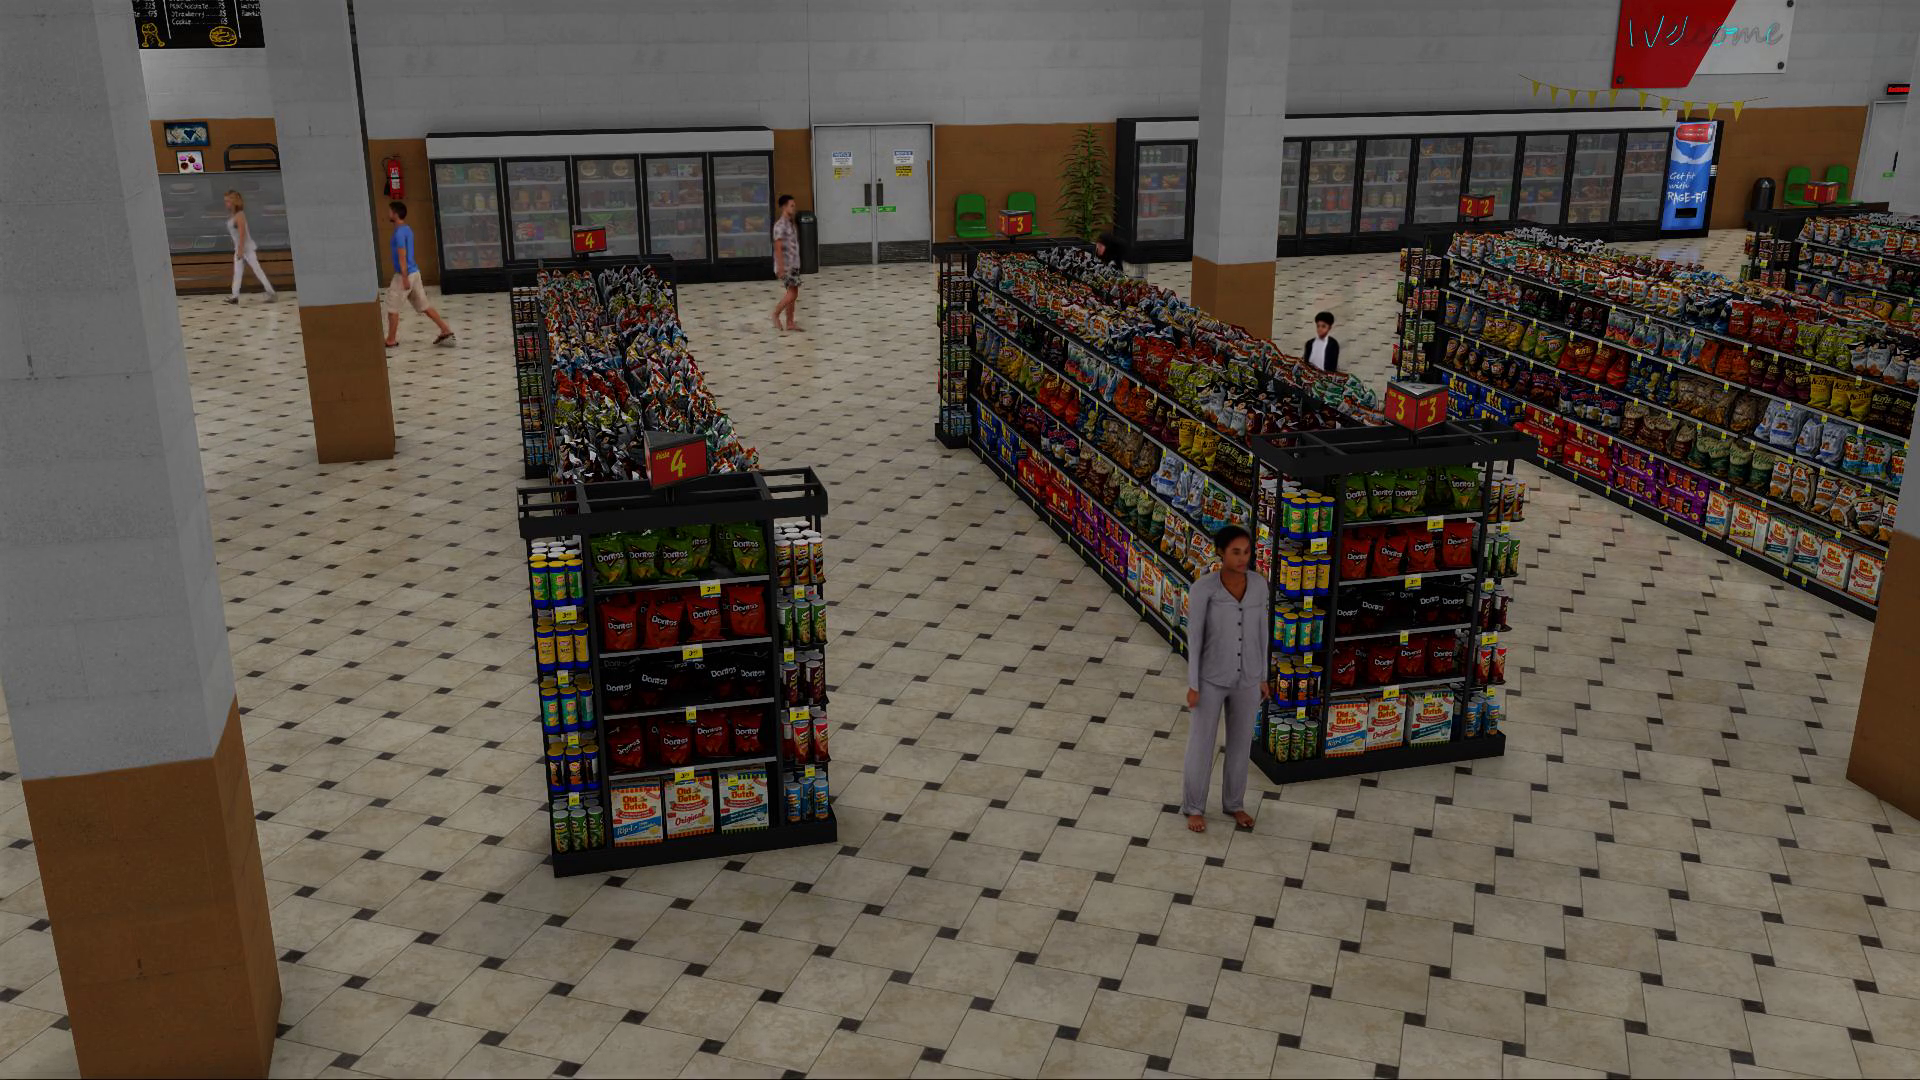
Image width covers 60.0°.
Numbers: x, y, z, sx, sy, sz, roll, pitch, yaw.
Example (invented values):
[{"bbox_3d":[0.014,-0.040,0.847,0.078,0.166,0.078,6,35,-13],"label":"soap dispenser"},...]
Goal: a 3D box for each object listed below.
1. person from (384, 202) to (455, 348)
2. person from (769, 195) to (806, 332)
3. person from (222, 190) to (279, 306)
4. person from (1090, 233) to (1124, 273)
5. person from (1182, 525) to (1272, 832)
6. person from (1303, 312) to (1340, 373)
[{"bbox_3d":[-6.935,-3.351,21.142,0.954,1.833,1.230,1,19,2],"label":"person"},{"bbox_3d":[-2.371,-3.668,22.121,0.897,1.807,0.822,6,19,16],"label":"person"},{"bbox_3d":[-10.253,-4.213,24.009,0.964,1.633,1.056,-13,22,-33],"label":"person"},{"bbox_3d":[1.845,-2.863,20.016,0.917,1.628,1.022,-11,22,-30],"label":"person"},{"bbox_3d":[1.463,0.742,9.153,0.634,1.736,0.518,-5,19,-13],"label":"person"},{"bbox_3d":[3.801,-1.804,17.520,0.620,1.216,0.681,11,22,30],"label":"person"}]
